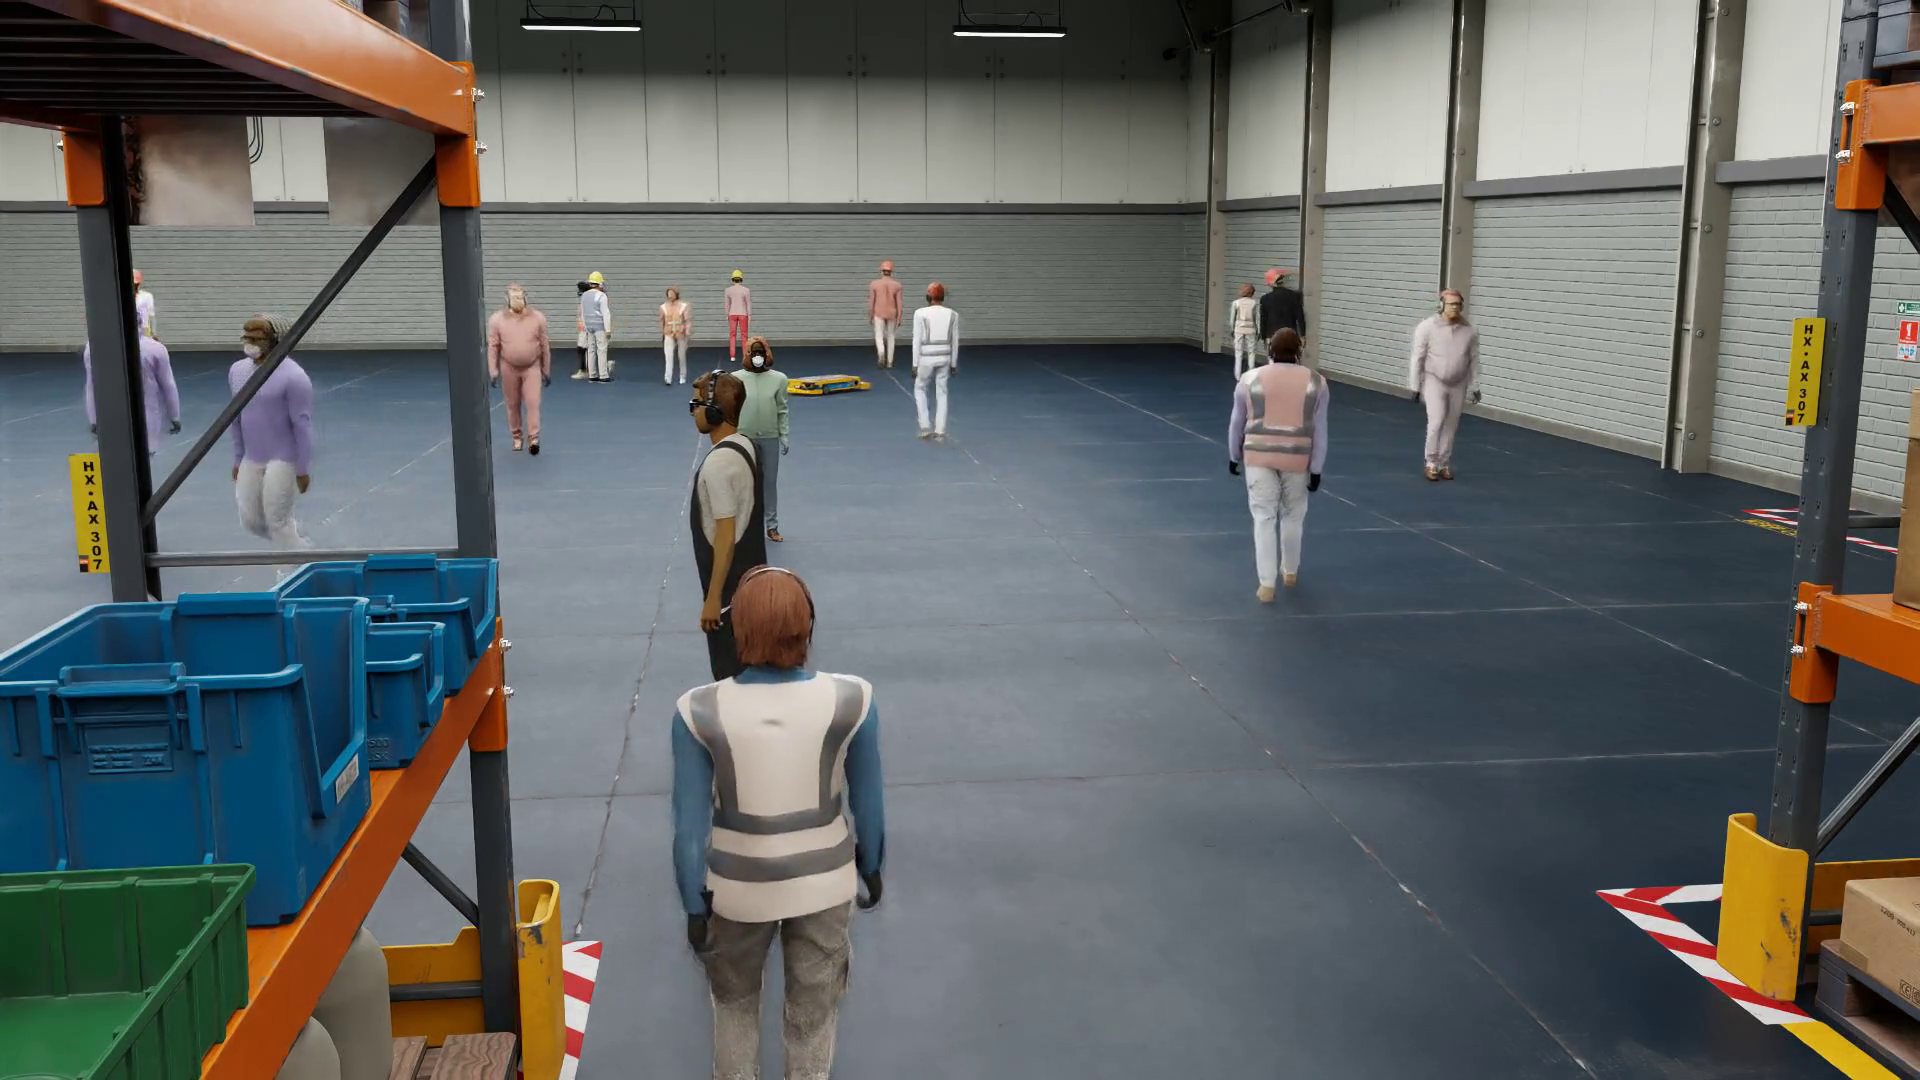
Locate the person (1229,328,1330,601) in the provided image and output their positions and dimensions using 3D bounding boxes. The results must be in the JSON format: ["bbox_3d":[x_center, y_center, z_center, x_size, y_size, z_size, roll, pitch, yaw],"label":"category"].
[{"bbox_3d":[2.135,-0.527,11.229,0.630,1.803,0.828,1,10,4],"label":"person"}]

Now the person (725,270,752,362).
[{"bbox_3d":[-4.271,-4.316,32.079,0.524,1.772,0.298,1,10,7],"label":"person"}]

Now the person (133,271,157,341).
[{"bbox_3d":[-12.742,-3.200,25.663,0.585,1.869,1.020,-3,11,-16],"label":"person"}]

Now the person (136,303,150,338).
[{"bbox_3d":[-11.004,-2.502,22.041,0.593,1.839,0.695,0,10,1],"label":"person"}]

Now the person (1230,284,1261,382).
[{"bbox_3d":[4.736,-3.422,27.542,0.531,1.633,0.354,3,11,15],"label":"person"}]

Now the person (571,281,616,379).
[{"bbox_3d":[-6.240,-3.551,28.145,0.682,1.667,0.540,-2,10,-8],"label":"person"}]

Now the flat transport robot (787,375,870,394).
[{"bbox_3d":[-2.100,-2.414,25.759,0.652,0.197,1.431,8,13,36],"label":"flat transport robot"}]

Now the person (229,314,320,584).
[{"bbox_3d":[-4.411,-0.513,10.813,0.643,1.919,0.566,5,11,24],"label":"person"}]

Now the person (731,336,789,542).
[{"bbox_3d":[-1.591,-0.788,13.110,0.497,1.633,0.285,-3,11,-16],"label":"person"}]

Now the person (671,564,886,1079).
[{"bbox_3d":[-0.433,0.861,4.093,0.519,1.625,0.425,-1,10,-6],"label":"person"}]

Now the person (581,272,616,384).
[{"bbox_3d":[-5.943,-3.486,27.342,0.600,1.833,0.404,8,13,37],"label":"person"}]

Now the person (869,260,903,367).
[{"bbox_3d":[-1.353,-4.143,30.569,0.626,1.971,0.674,-1,10,-4],"label":"person"}]

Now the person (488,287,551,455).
[{"bbox_3d":[-4.889,-1.875,18.469,0.673,1.850,1.011,-2,11,-12],"label":"person"}]

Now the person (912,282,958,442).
[{"bbox_3d":[-0.329,-2.106,19.689,0.621,1.864,0.618,-5,11,-23],"label":"person"}]

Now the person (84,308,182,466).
[{"bbox_3d":[-6.856,-1.047,13.889,0.665,1.856,0.970,-2,10,-9],"label":"person"}]

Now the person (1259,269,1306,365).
[{"bbox_3d":[4.709,-2.922,23.974,0.791,1.946,0.441,3,11,17],"label":"person"}]

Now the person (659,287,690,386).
[{"bbox_3d":[-4.632,-3.312,27.052,0.512,1.594,0.864,0,10,-3],"label":"person"}]

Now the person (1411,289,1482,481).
[{"bbox_3d":[4.810,-1.512,16.365,0.655,1.888,0.599,-1,10,-8],"label":"person"}]

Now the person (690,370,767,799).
[{"bbox_3d":[-1.004,0.192,7.154,0.333,1.844,0.515,1,10,7],"label":"person"}]
